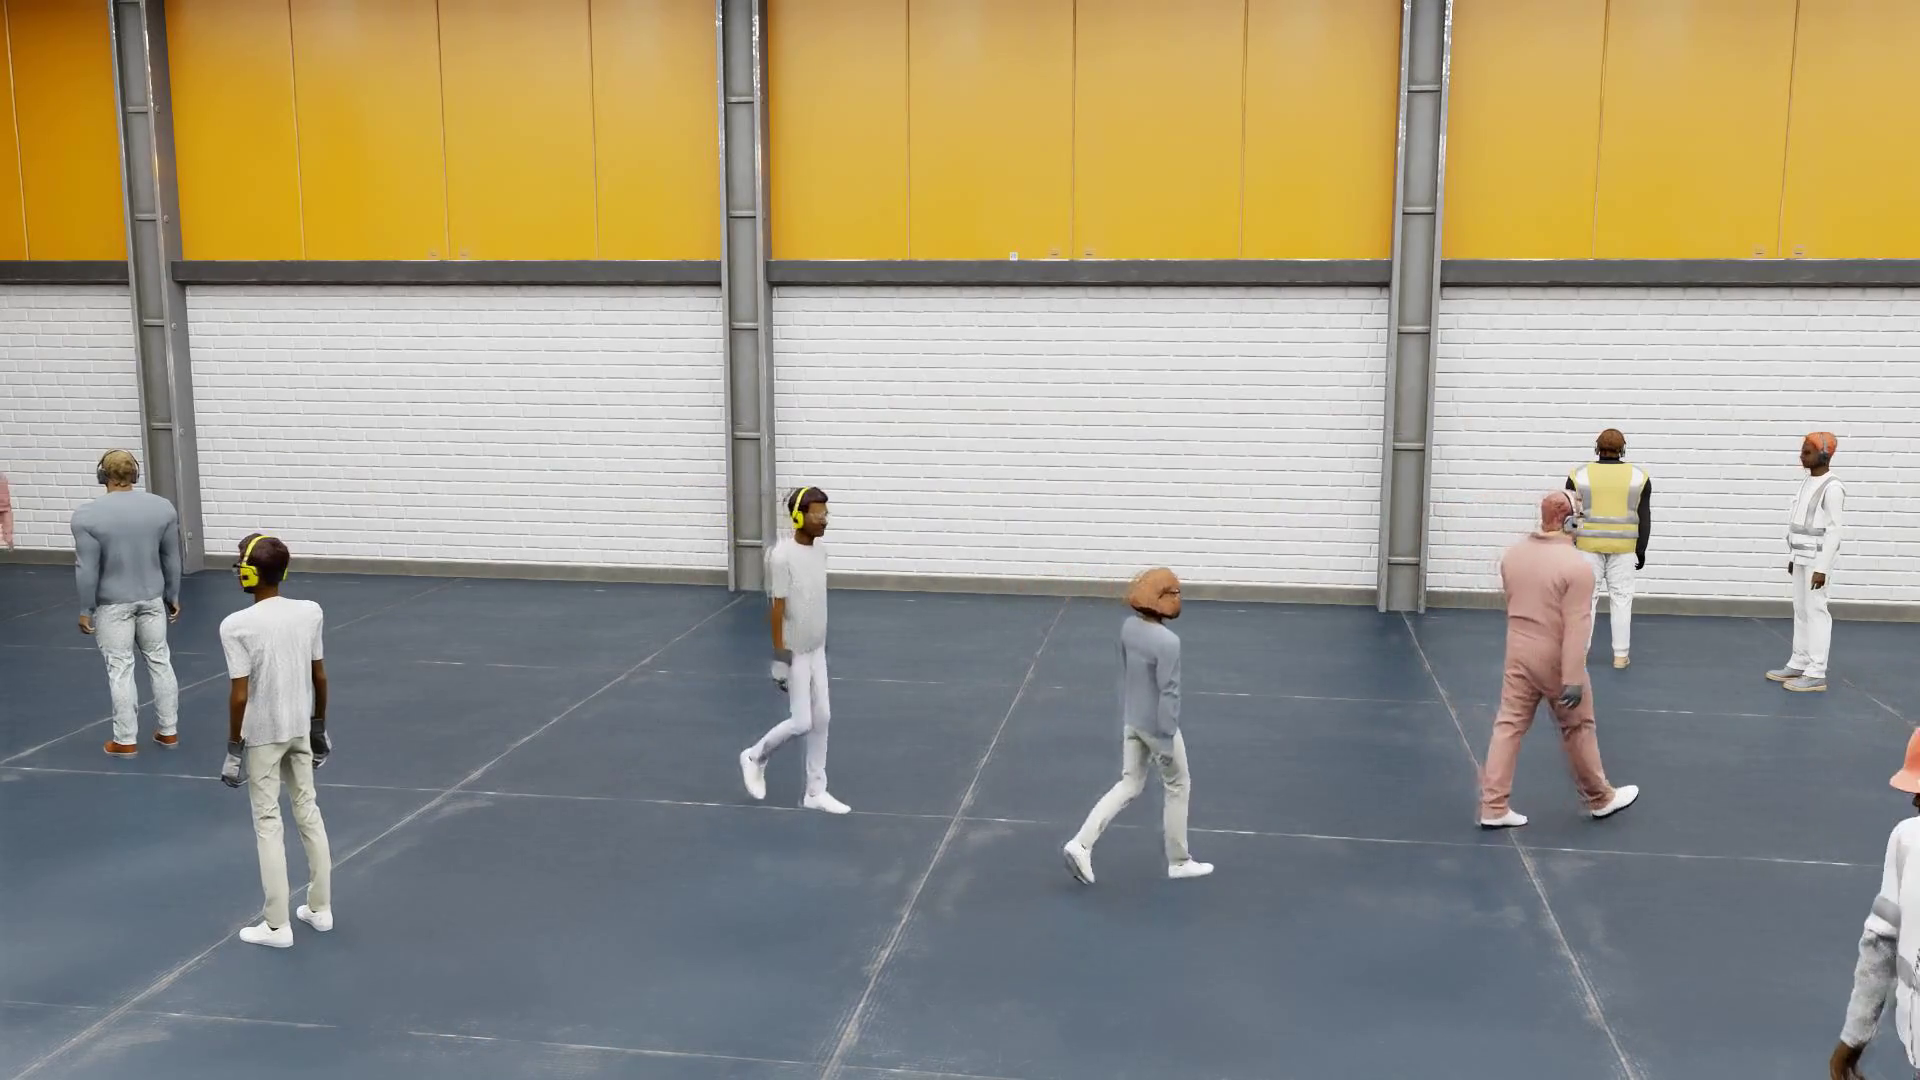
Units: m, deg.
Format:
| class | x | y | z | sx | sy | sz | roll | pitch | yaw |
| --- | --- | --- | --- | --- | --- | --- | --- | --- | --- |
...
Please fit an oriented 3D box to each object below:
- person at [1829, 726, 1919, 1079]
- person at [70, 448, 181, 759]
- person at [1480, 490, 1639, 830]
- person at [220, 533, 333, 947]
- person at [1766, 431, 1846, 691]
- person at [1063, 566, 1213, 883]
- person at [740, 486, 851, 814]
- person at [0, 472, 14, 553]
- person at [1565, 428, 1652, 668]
| class | x | y | z | sx | sy | sz | roll | pitch | yaw |
| --- | --- | --- | --- | --- | --- | --- | --- | --- | --- |
| person | 2.687 | 1.383 | 4.501 | 1.040 | 1.876 | 0.536 | -1 | 9 | -7 |
| person | -5.183 | 0.393 | 10.388 | 0.354 | 1.938 | 0.636 | 8 | 12 | 40 |
| person | 3.261 | 0.649 | 9.043 | 0.976 | 1.852 | 0.676 | -4 | 10 | -24 |
| person | -3.086 | 0.896 | 7.494 | 0.314 | 1.869 | 0.535 | 6 | 11 | 32 |
| person | 6.161 | 0.152 | 12.047 | 0.355 | 1.882 | 0.575 | 1 | 9 | 6 |
| person | 0.889 | 0.916 | 8.176 | 0.756 | 1.603 | 0.511 | -4 | 10 | -25 |
| person | -0.919 | 0.615 | 9.284 | 0.580 | 1.855 | 0.539 | 5 | 11 | 30 |
| person | -8.178 | -0.045 | 13.824 | 0.532 | 1.687 | 0.944 | -7 | 12 | -38 |
| person | 4.933 | 0.063 | 12.720 | 0.627 | 1.844 | 0.429 | 3 | 10 | 16 |
